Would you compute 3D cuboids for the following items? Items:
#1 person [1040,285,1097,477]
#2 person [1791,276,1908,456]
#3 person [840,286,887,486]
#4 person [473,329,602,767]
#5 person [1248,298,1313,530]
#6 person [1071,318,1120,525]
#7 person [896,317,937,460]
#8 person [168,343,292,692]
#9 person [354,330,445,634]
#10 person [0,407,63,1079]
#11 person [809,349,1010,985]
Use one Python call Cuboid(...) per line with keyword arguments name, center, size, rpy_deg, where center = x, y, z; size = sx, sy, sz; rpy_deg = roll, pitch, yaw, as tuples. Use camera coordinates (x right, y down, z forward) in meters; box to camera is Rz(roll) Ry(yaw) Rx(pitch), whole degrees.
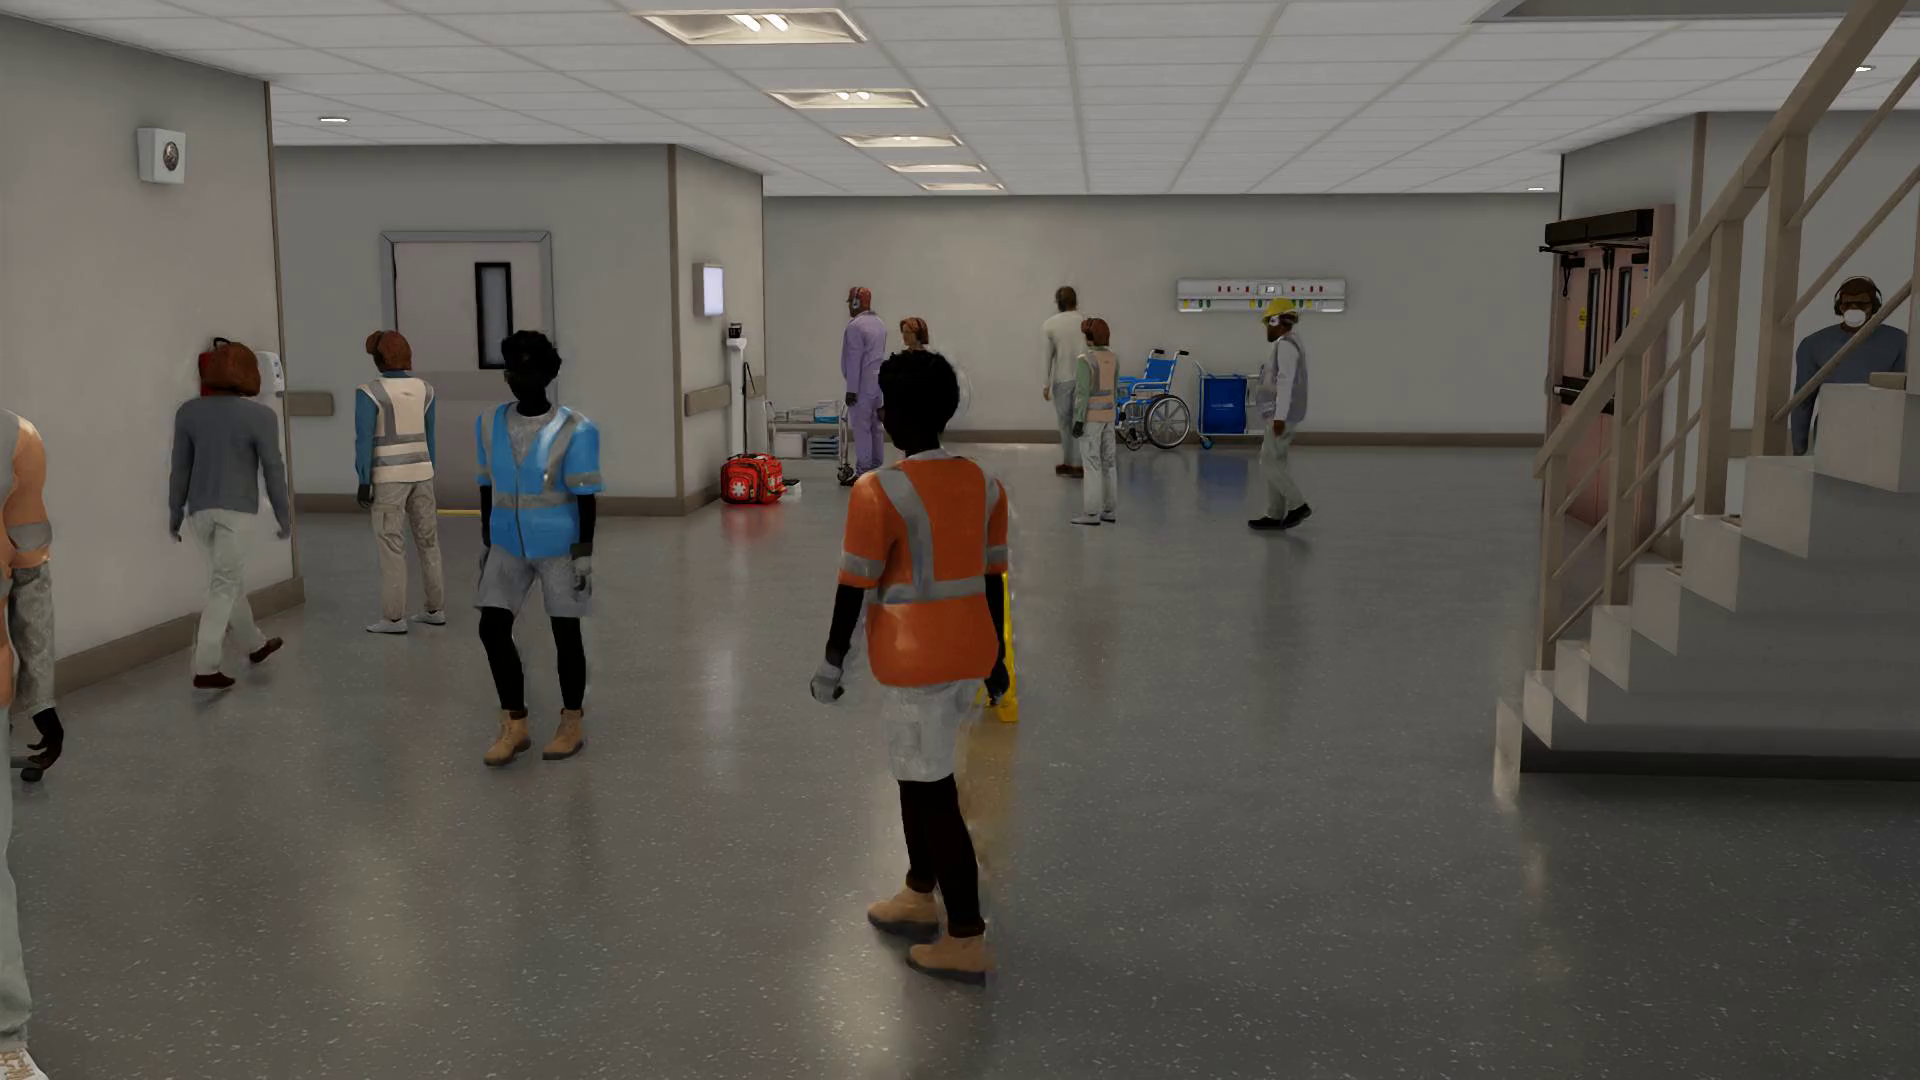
Cuboid(name="person", center=(1.152, -1.580, 16.628), size=(0.741, 1.911, 0.624), rpy_deg=(-1, 8, -5))
Cuboid(name="person", center=(5.128, -0.548, 9.589), size=(0.634, 1.929, 0.382), rpy_deg=(5, 10, 29))
Cuboid(name="person", center=(-0.940, -1.465, 15.915), size=(0.399, 1.902, 0.648), rpy_deg=(3, 9, 20))
Cuboid(name="person", center=(-1.638, 0.043, 6.357), size=(0.561, 1.675, 0.570), rpy_deg=(2, 9, 13))
Cuboid(name="person", center=(2.481, -0.956, 12.811), size=(0.451, 1.805, 0.637), rpy_deg=(1, 8, 10))
Cuboid(name="person", center=(1.078, -0.937, 13.190), size=(0.307, 1.639, 0.525), rpy_deg=(7, 11, 39))
Cuboid(name="person", center=(-0.355, -0.991, 13.559), size=(0.314, 1.640, 0.516), rpy_deg=(-8, 11, -43))
Cuboid(name="person", center=(-3.395, -0.124, 7.808), size=(0.510, 1.582, 0.834), rpy_deg=(2, 9, 11))
Cuboid(name="person", center=(-3.029, -0.312, 8.986), size=(0.318, 1.630, 0.512), rpy_deg=(5, 10, 29))
Cuboid(name="person", center=(-2.259, 0.335, 3.597), size=(0.585, 1.919, 0.374), rpy_deg=(-7, 11, -38))
Cuboid(name="person", center=(-0.151, 0.331, 4.469), size=(0.644, 1.670, 0.537), rpy_deg=(6, 10, 36))
